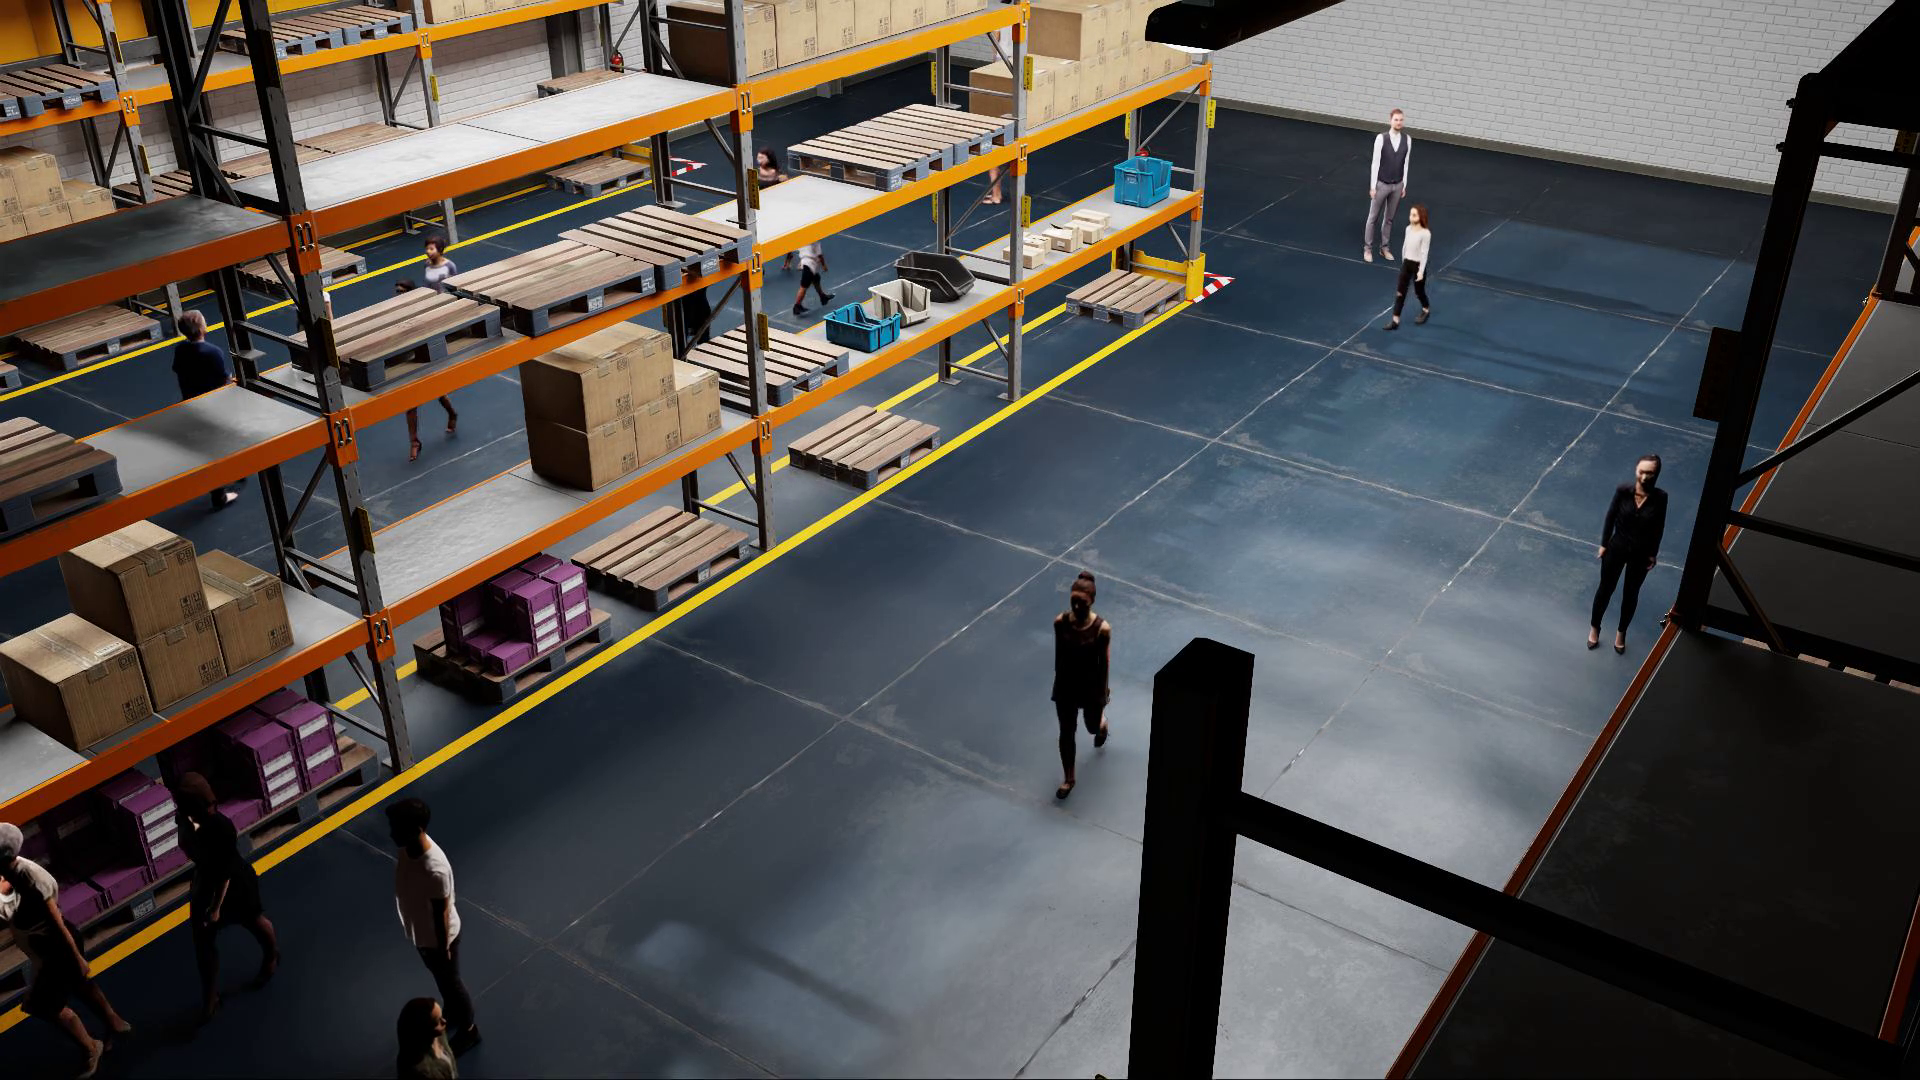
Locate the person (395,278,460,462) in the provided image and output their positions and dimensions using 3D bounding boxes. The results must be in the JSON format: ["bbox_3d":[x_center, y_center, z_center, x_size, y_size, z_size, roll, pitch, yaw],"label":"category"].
[{"bbox_3d":[-5.222,-1.713,16.284,0.858,1.772,1.156,9,30,16],"label":"person"}]

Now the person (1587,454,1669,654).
[{"bbox_3d":[5.221,0.110,13.004,0.620,1.711,0.562,11,30,19],"label":"person"}]

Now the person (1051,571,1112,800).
[{"bbox_3d":[0.868,0.958,11.506,0.697,1.657,0.994,12,31,21],"label":"person"}]

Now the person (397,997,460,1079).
[{"bbox_3d":[-2.610,2.846,8.239,0.720,1.472,0.622,0,29,-1],"label":"person"}]

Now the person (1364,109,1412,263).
[{"bbox_3d":[5.493,-4.575,21.357,0.741,1.937,0.790,-3,29,-6],"label":"person"}]

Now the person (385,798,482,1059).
[{"bbox_3d":[-2.938,2.133,9.287,0.633,1.718,0.674,-20,34,-32],"label":"person"}]

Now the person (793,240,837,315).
[{"bbox_3d":[-1.822,-3.253,19.681,0.946,1.221,0.635,-22,36,-35],"label":"person"}]

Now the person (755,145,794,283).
[{"bbox_3d":[-2.296,-4.063,20.692,0.784,1.674,1.082,13,31,22],"label":"person"}]

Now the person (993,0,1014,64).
[{"bbox_3d":[0.790,-8.248,28.168,0.710,1.864,0.820,-11,30,-19],"label":"person"}]

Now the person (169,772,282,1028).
[{"bbox_3d":[-4.186,1.963,9.647,0.723,1.673,0.922,11,30,18],"label":"person"}]

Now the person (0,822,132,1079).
[{"bbox_3d":[-4.899,2.224,9.113,0.647,1.726,0.748,21,35,34],"label":"person"}]

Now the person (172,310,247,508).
[{"bbox_3d":[-6.893,-1.167,15.209,0.777,1.841,1.008,13,31,22],"label":"person"}]

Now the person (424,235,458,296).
[{"bbox_3d":[-5.552,-2.580,18.110,0.787,1.544,0.991,6,29,12],"label":"person"}]

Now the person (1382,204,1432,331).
[{"bbox_3d":[5.313,-3.156,19.255,1.032,1.458,0.735,-21,35,-33],"label":"person"}]
